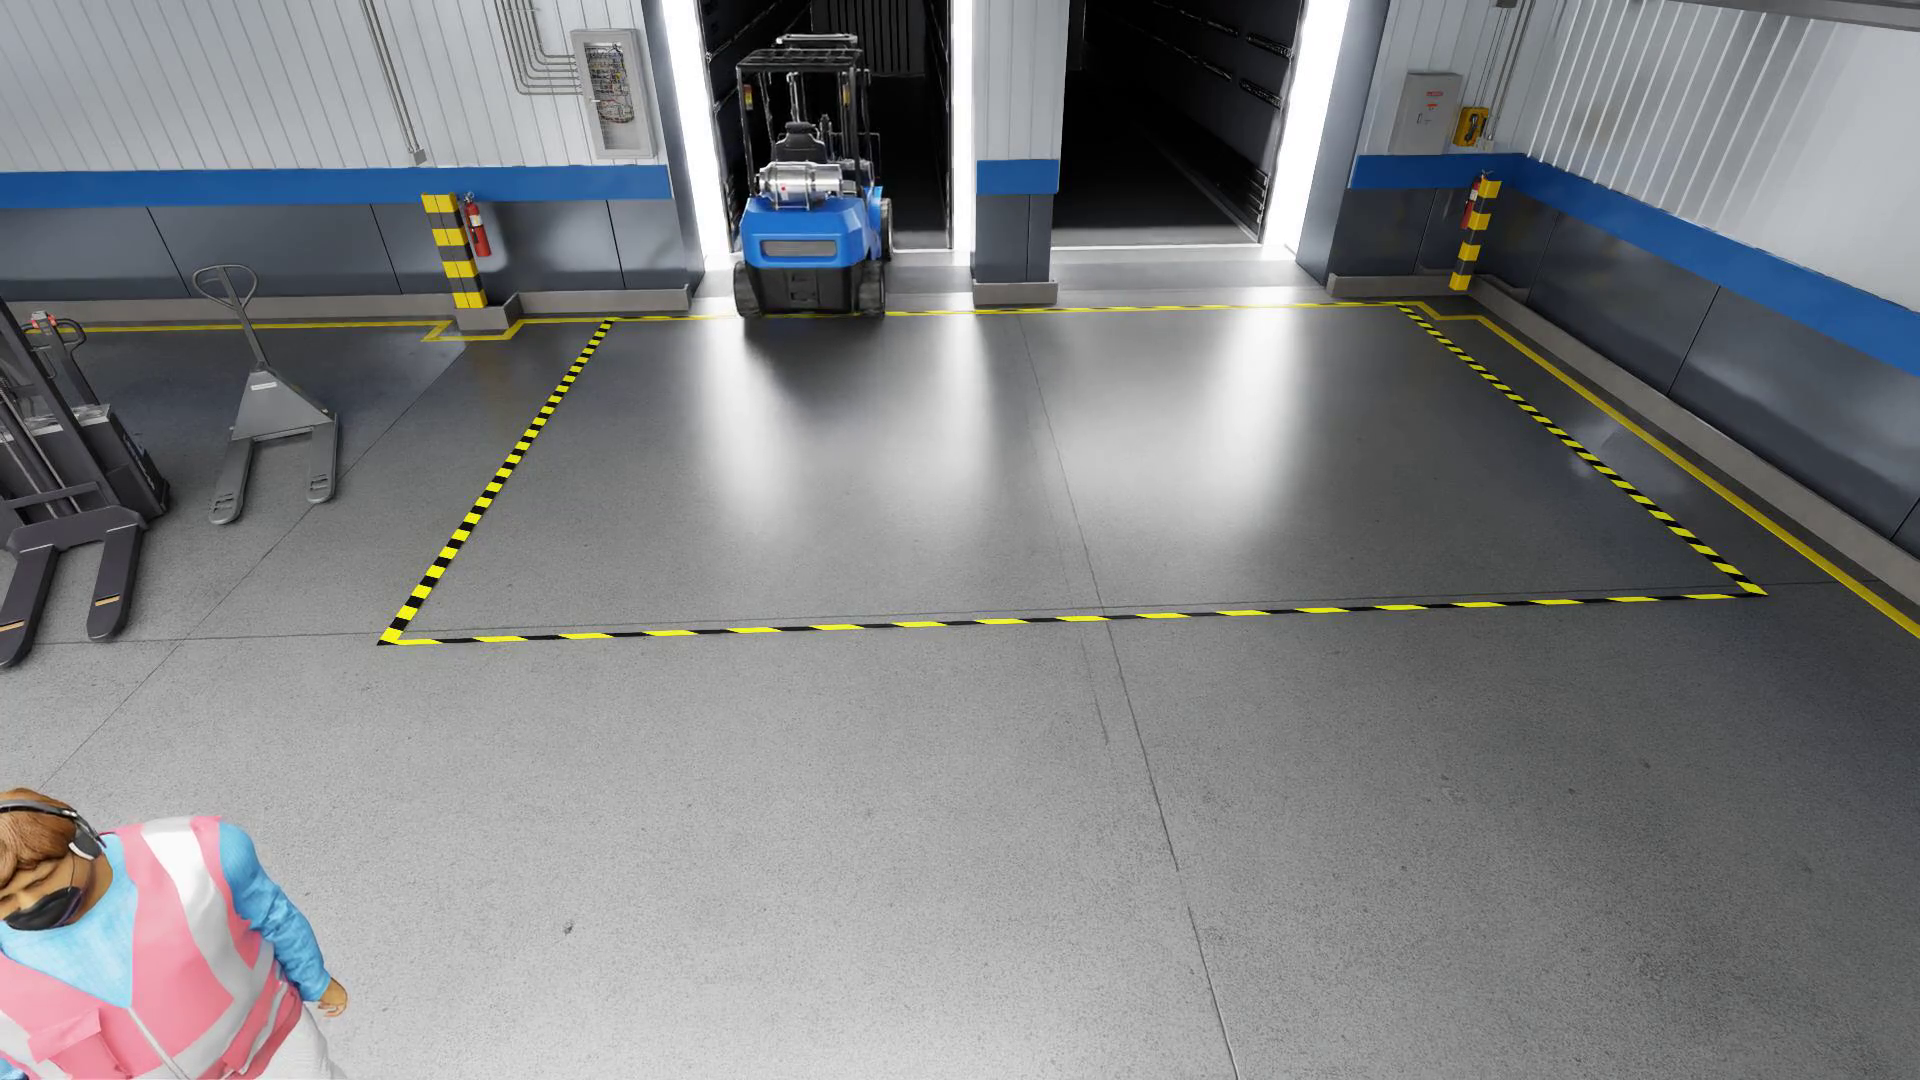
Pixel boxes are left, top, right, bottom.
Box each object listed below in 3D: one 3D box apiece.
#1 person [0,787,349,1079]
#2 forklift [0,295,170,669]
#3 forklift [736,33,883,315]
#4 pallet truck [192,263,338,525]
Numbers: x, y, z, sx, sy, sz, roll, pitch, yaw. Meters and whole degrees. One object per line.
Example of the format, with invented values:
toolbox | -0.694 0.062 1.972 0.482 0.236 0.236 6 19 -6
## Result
person | -1.892 1.281 2.286 0.431 1.844 0.622 28 44 34
forklift | -5.212 -0.618 4.878 0.823 1.965 1.885 -20 39 -26
forklift | -1.403 -3.589 8.807 1.157 2.036 2.680 0 35 0
pallet truck | -4.778 -1.027 6.128 0.680 1.201 1.601 -17 38 -23
